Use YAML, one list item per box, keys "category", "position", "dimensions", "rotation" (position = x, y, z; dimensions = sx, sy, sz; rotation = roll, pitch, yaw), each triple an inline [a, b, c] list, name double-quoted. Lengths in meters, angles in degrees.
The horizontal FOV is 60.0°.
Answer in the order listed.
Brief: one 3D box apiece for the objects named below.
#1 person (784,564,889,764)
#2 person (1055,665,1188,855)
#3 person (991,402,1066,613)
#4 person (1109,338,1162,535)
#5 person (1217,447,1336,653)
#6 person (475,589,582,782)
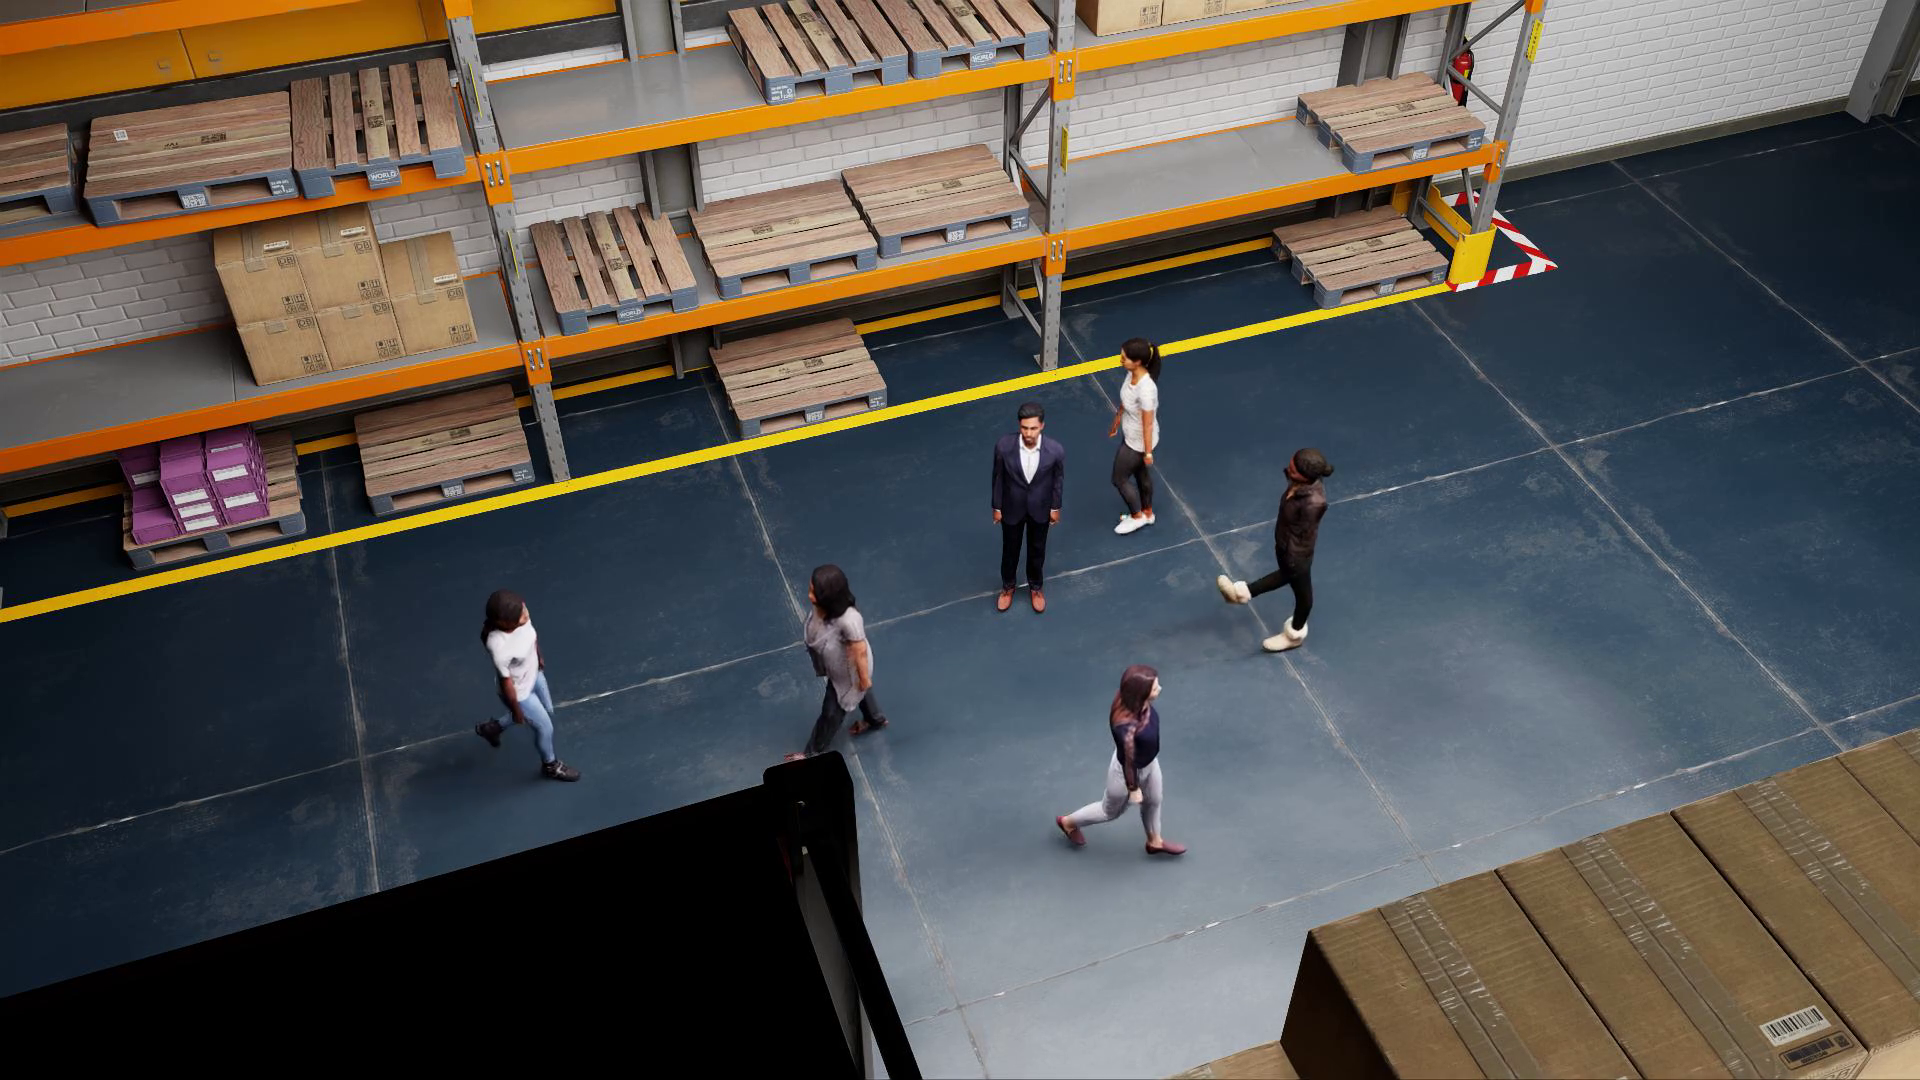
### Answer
- category: "person"
  position: [-0.648, 0.720, 10.261]
  dimensions: [0.987, 1.568, 0.677]
  rotation: [-18, 46, -18]
- category: "person"
  position: [0.936, 1.320, 9.621]
  dimensions: [1.115, 1.583, 0.982]
  rotation: [11, 45, 12]
- category: "person"
  position: [0.447, -0.233, 11.146]
  dimensions: [0.602, 1.727, 0.757]
  rotation: [1, 44, 1]
- category: "person"
  position: [1.350, -0.735, 11.747]
  dimensions: [0.684, 1.626, 0.675]
  rotation: [-3, 44, -3]
- category: "person"
  position: [2.067, 0.053, 10.898]
  dimensions: [0.904, 1.655, 0.699]
  rotation: [-7, 44, -7]
- category: "person"
  position: [-2.702, 0.876, 10.001]
  dimensions: [1.000, 1.701, 0.866]
  rotation: [2, 44, 2]
